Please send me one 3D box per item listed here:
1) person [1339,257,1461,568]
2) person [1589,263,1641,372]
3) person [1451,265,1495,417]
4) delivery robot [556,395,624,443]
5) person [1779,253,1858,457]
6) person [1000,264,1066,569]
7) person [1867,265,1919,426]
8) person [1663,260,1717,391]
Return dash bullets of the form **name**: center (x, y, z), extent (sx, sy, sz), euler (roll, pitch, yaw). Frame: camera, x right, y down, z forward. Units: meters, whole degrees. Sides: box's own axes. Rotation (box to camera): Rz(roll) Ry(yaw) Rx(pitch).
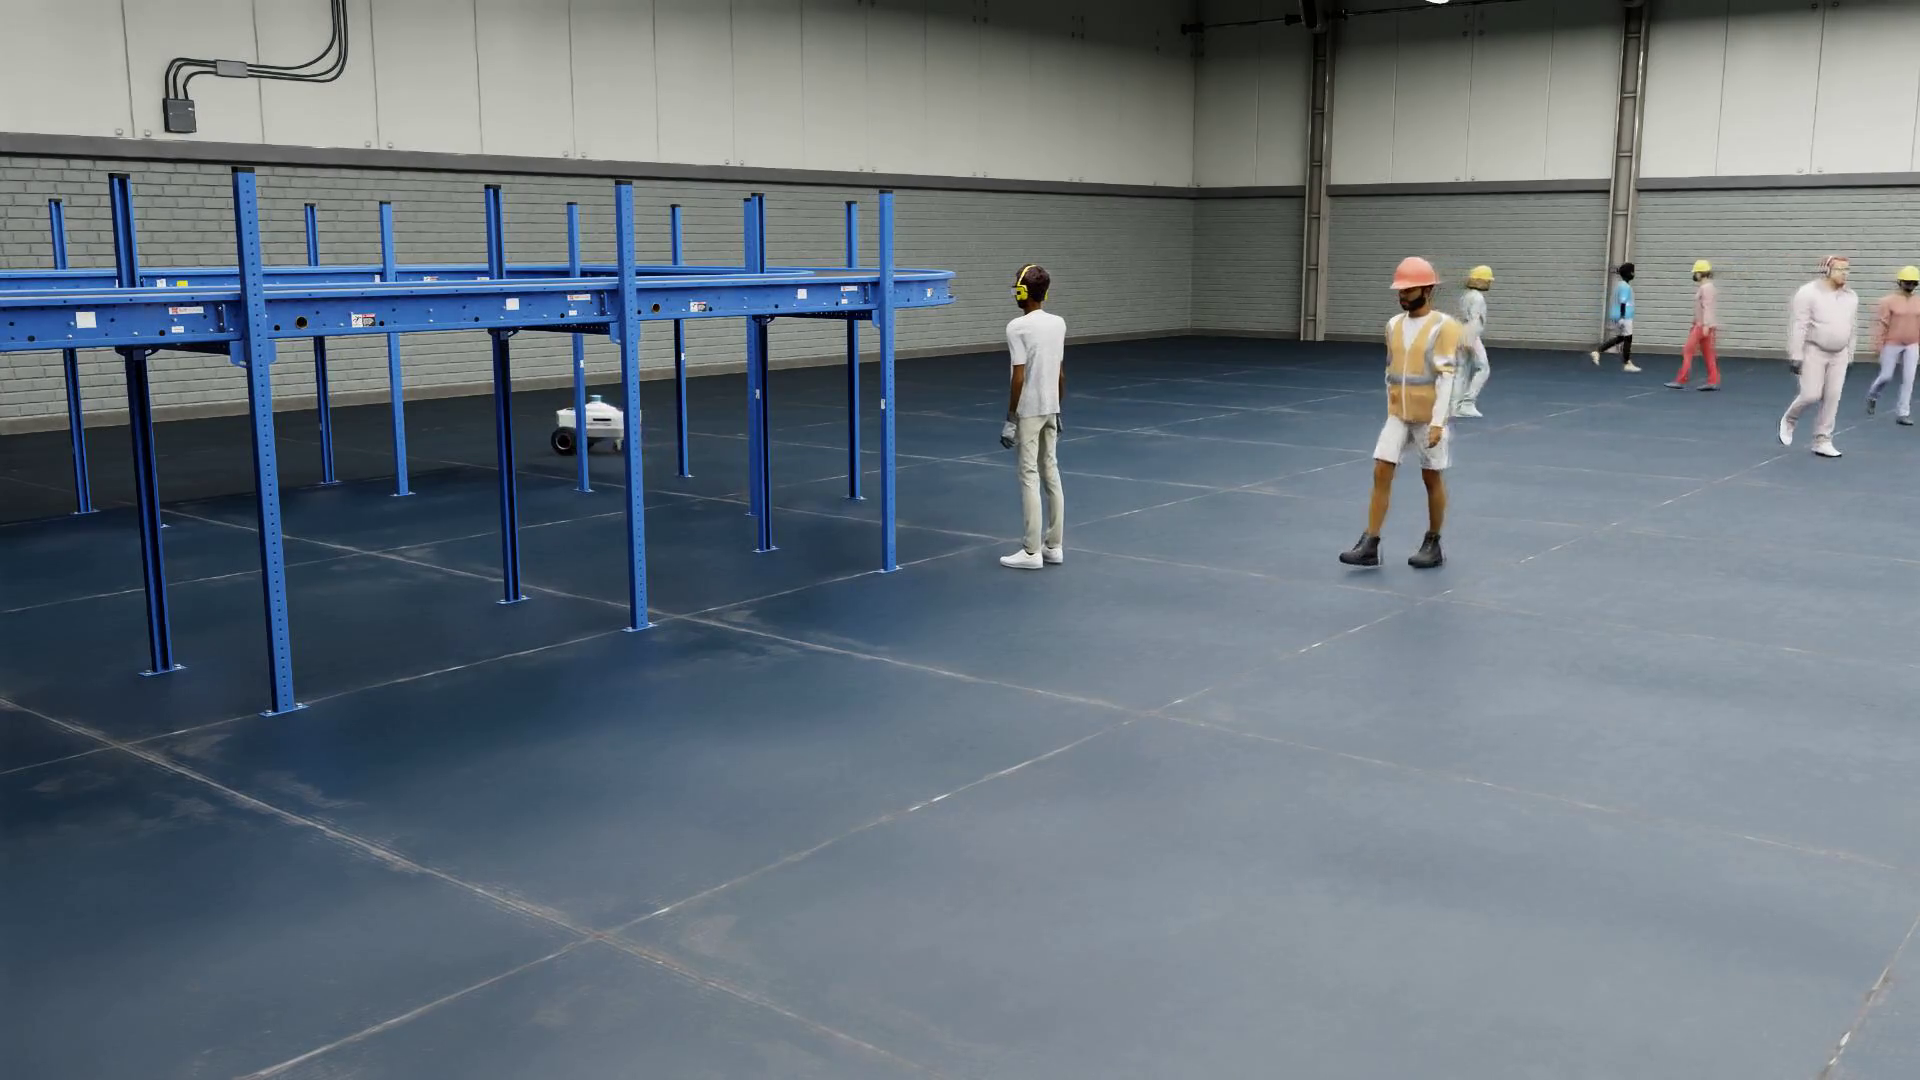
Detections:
- **person**: center (2.717, -0.753, 10.140), extent (0.878, 1.900, 0.568), euler (-8, 13, -39)
- **person**: center (10.169, -3.443, 25.693), extent (0.695, 1.676, 0.539), euler (3, 11, 18)
- **person**: center (5.857, -2.258, 18.972), extent (0.461, 1.722, 0.504), euler (0, 10, 1)
- **delivery robot**: center (-3.471, -1.138, 15.878), extent (0.707, 0.478, 0.477), euler (2, 10, 9)
- **person**: center (8.107, -1.743, 15.657), extent (0.668, 1.890, 0.564), euler (-2, 10, -9)
- **person**: center (0.445, -0.764, 10.302), extent (0.335, 1.873, 0.520), euler (10, 14, 43)
- **person**: center (10.437, -2.179, 18.498), extent (0.533, 1.749, 0.666), euler (1, 10, 6)
- **person**: center (9.890, -2.884, 22.421), extent (0.795, 1.734, 0.546), euler (4, 11, 22)
